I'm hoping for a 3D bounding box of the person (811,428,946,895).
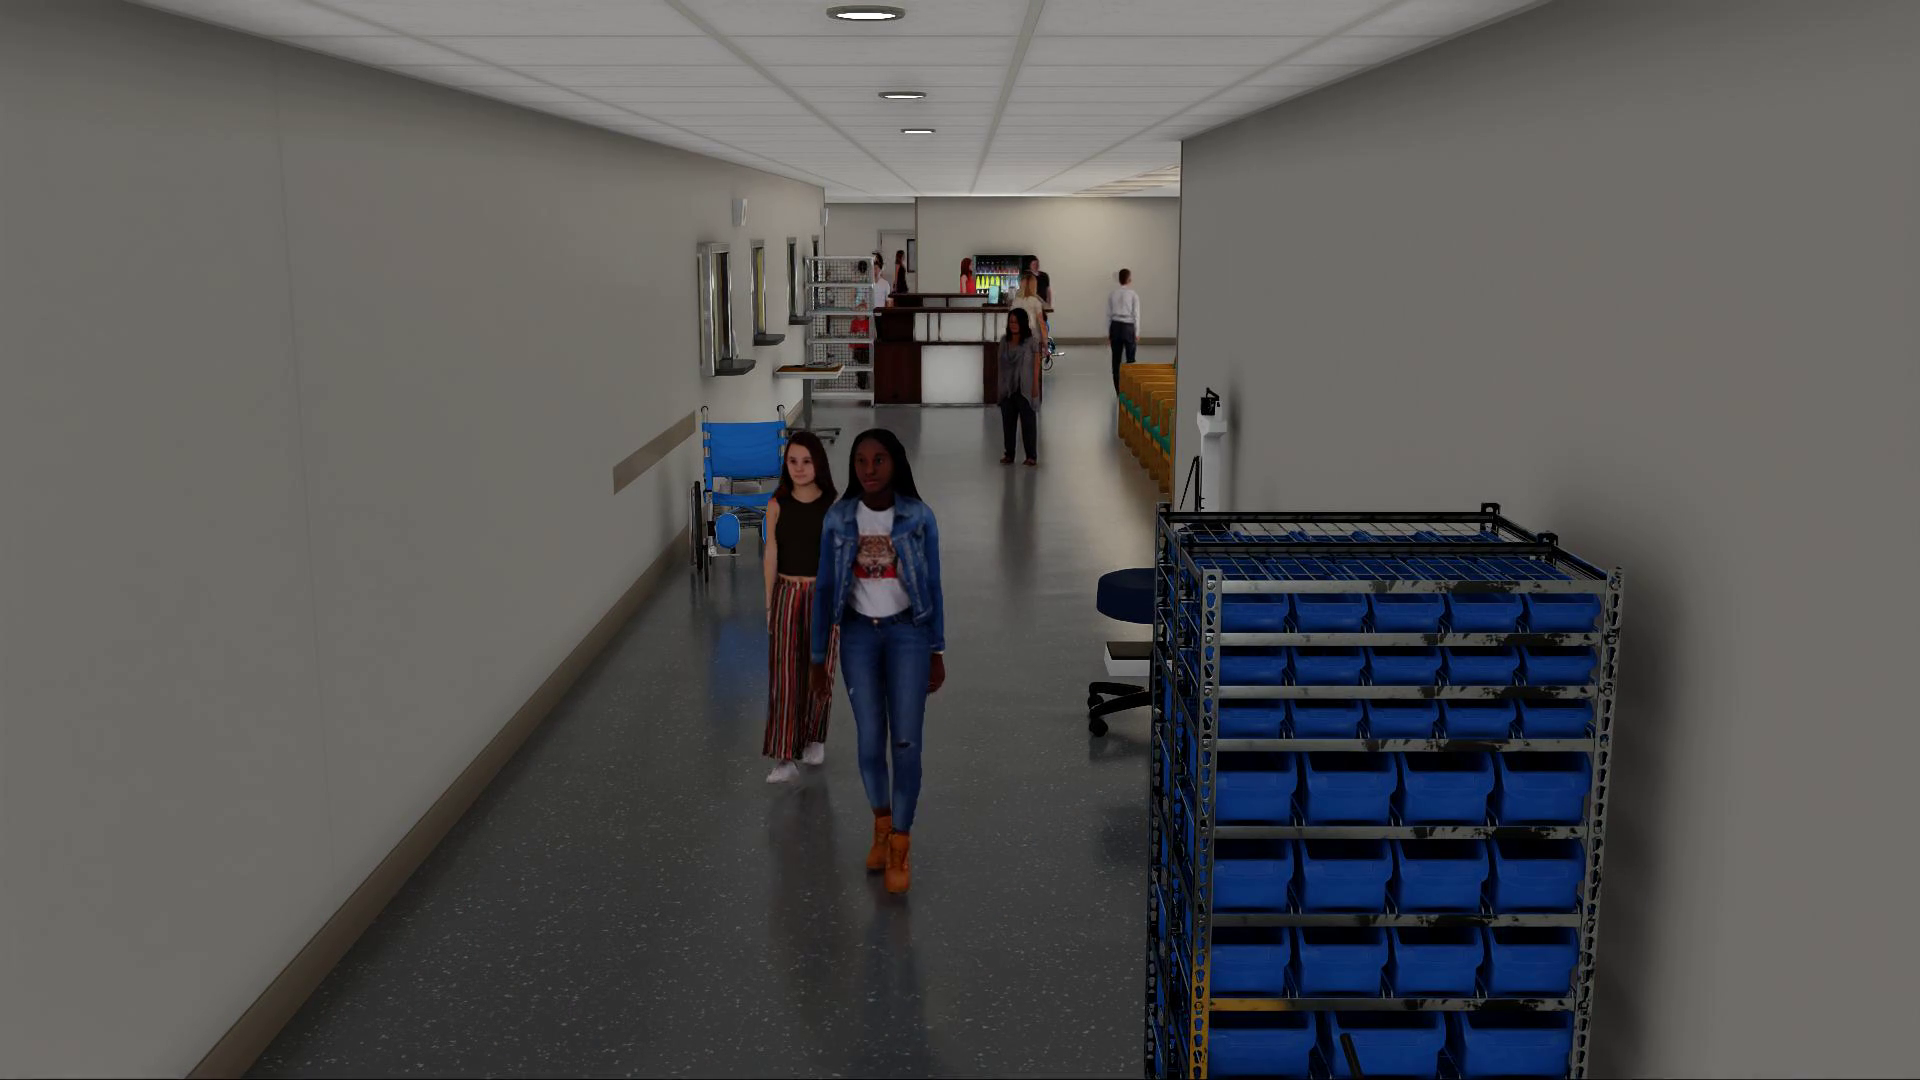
[{"bbox_3d":[-0.273,0.421,6.285,0.760,1.695,0.759,2,11,9],"label":"person"}]

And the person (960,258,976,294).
[{"bbox_3d":[0.118,-4.355,31.103,0.565,1.827,0.641,2,11,11],"label":"person"}]

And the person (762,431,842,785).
[{"bbox_3d":[-0.669,0.278,7.457,0.847,1.539,0.662,1,11,4],"label":"person"}]

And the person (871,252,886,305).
[{"bbox_3d":[-1.885,-5.750,38.573,1.173,1.781,0.940,3,11,15],"label":"person"}]

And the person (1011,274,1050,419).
[{"bbox_3d":[0.792,-2.424,21.006,1.074,1.796,1.007,6,12,27],"label":"person"}]

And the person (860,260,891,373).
[{"bbox_3d":[-1.414,-3.737,27.782,0.502,1.850,0.751,-1,11,-5],"label":"person"}]

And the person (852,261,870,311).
[{"bbox_3d":[-1.834,-4.498,32.103,1.049,1.734,0.815,-2,11,-10],"label":"person"}]

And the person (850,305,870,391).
[{"bbox_3d":[-1.446,-2.821,24.504,0.619,1.272,0.575,1,11,4],"label":"person"}]

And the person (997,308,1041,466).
[{"bbox_3d":[0.605,-1.579,17.065,0.751,1.606,0.826,6,13,31],"label":"person"}]

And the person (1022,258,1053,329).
[{"bbox_3d":[1.386,-4.290,30.777,1.118,1.820,0.999,-3,11,-17],"label":"person"}]

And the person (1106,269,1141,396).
[{"bbox_3d":[2.328,-2.983,23.965,1.057,1.793,0.954,4,11,19],"label":"person"}]
